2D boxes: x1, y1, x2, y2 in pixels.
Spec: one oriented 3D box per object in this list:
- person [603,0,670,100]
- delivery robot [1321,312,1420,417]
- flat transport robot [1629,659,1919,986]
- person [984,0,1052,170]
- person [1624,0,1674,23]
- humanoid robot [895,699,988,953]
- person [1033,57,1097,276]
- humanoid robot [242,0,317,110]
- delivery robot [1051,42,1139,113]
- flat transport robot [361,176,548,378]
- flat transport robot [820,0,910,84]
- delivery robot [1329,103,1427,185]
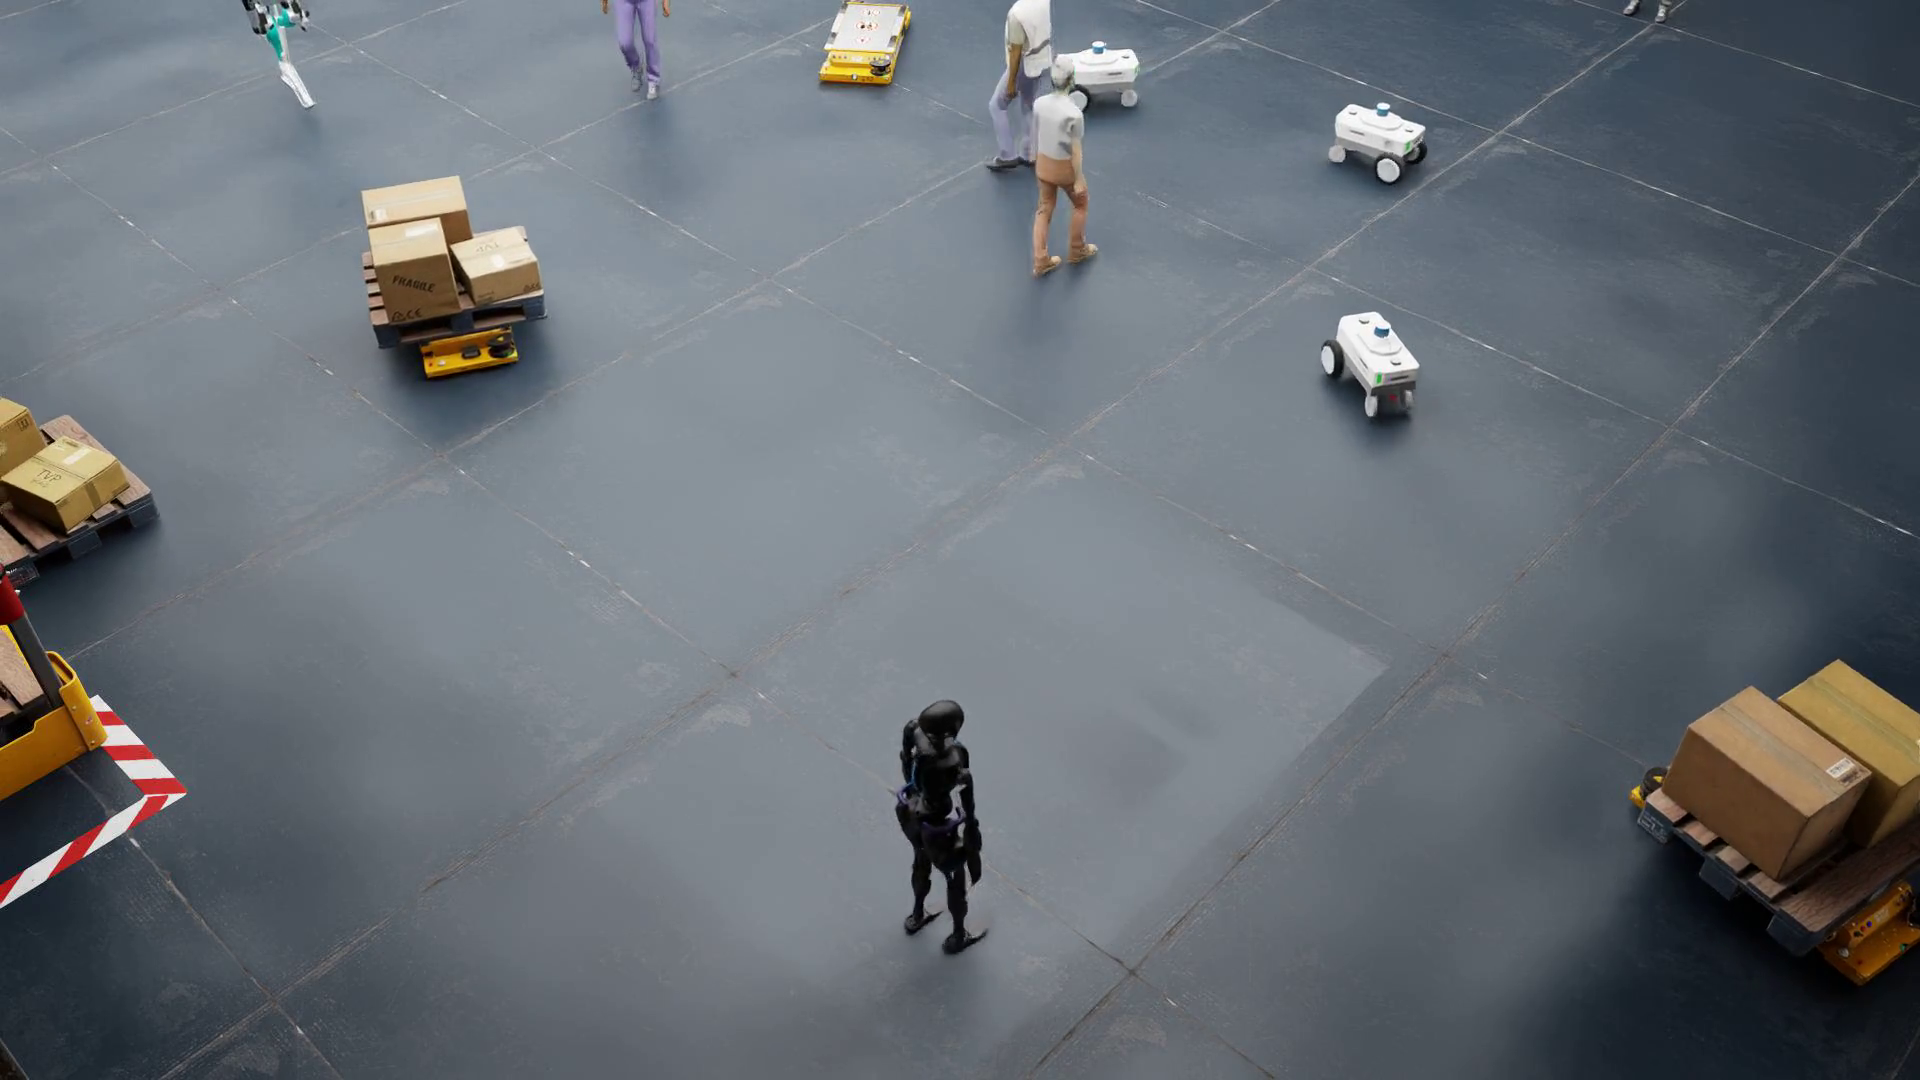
[{"bbox_3d":[-2.869,-4.774,14.669,0.594,1.820,0.449,-2,42,-3],"label":"person"},{"bbox_3d":[2.925,-1.288,11.752,0.499,0.605,0.781,-10,43,-11],"label":"delivery robot"},{"bbox_3d":[4.309,1.630,8.715,0.659,0.231,1.431,-24,47,-24],"label":"flat transport robot"},{"bbox_3d":[0.472,-3.910,13.705,0.570,1.830,0.585,23,47,23],"label":"person"},{"bbox_3d":[6.810,-5.909,15.927,0.572,1.832,0.385,23,47,23],"label":"person"},{"bbox_3d":[-0.096,1.341,7.982,0.359,1.658,0.598,-28,49,-28],"label":"humanoid robot"},{"bbox_3d":[0.819,-2.842,12.598,0.495,1.718,0.710,31,50,30],"label":"person"},{"bbox_3d":[-6.037,-4.629,14.577,0.557,1.732,1.036,-29,50,-29],"label":"humanoid robot"},{"bbox_3d":[1.218,-4.181,14.955,0.784,0.589,0.499,-6,42,-7],"label":"delivery robot"},{"bbox_3d":[-3.744,-1.728,12.447,0.659,0.231,1.431,-13,44,-14],"label":"flat transport robot"},{"bbox_3d":[-0.890,-4.749,15.805,0.659,0.231,1.431,4,42,5],"label":"flat transport robot"},{"bbox_3d":[3.563,-3.387,14.091,0.804,0.614,0.499,26,48,26],"label":"delivery robot"}]
